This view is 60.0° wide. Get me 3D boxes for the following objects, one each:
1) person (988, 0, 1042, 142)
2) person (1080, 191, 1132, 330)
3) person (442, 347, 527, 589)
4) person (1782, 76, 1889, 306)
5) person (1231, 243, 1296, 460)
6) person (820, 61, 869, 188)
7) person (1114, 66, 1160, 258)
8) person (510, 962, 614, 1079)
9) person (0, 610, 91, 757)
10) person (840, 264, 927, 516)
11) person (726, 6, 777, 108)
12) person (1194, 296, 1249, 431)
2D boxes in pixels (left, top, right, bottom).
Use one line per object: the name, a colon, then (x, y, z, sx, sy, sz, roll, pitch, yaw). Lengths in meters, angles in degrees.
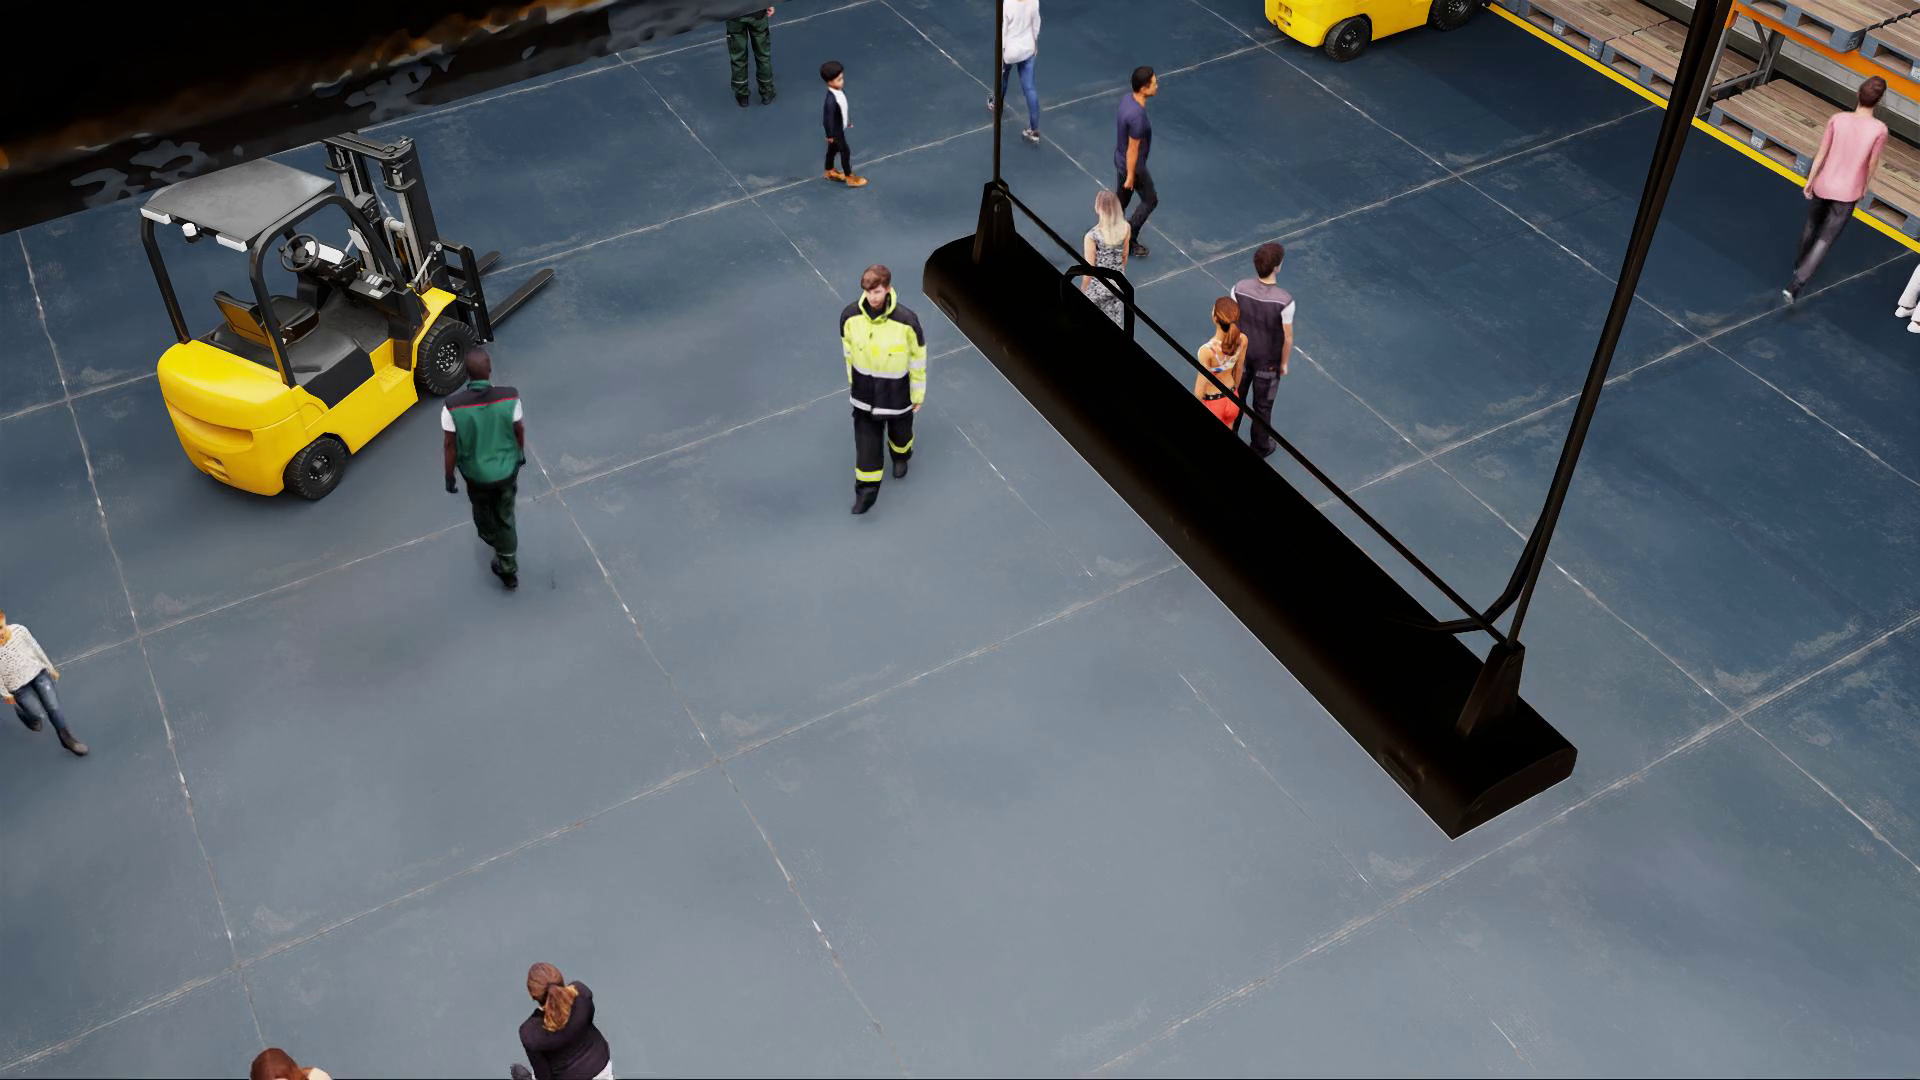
person: (0.582, -4.590, 15.740, 0.759, 1.674, 1.187, -16, 46, -16)
person: (1.118, -1.955, 12.952, 0.568, 1.703, 0.472, -22, 48, -22)
person: (-3.151, -0.417, 11.276, 0.864, 1.789, 1.035, -19, 47, -19)
person: (7.210, -2.848, 13.727, 1.225, 1.927, 0.944, 32, 52, 29)
person: (2.176, -1.358, 12.220, 0.686, 1.849, 0.796, 21, 47, 20)
person: (-1.196, -3.834, 15.280, 0.758, 1.213, 0.711, 6, 44, 6)
person: (1.384, -3.221, 14.227, 0.789, 1.777, 0.665, -7, 44, -7)
person: (-1.828, 2.653, 8.133, 0.756, 1.679, 1.216, -33, 53, -30)
person: (-5.828, 0.843, 10.304, 0.812, 1.305, 0.681, 22, 48, 22)
person: (-0.509, -1.194, 11.982, 1.182, 1.939, 1.283, 5, 44, 5)
person: (-2.077, -5.141, 16.153, 0.754, 1.901, 0.705, -6, 44, -6)
person: (1.822, -0.958, 11.842, 0.564, 1.790, 0.520, -22, 48, -21)
